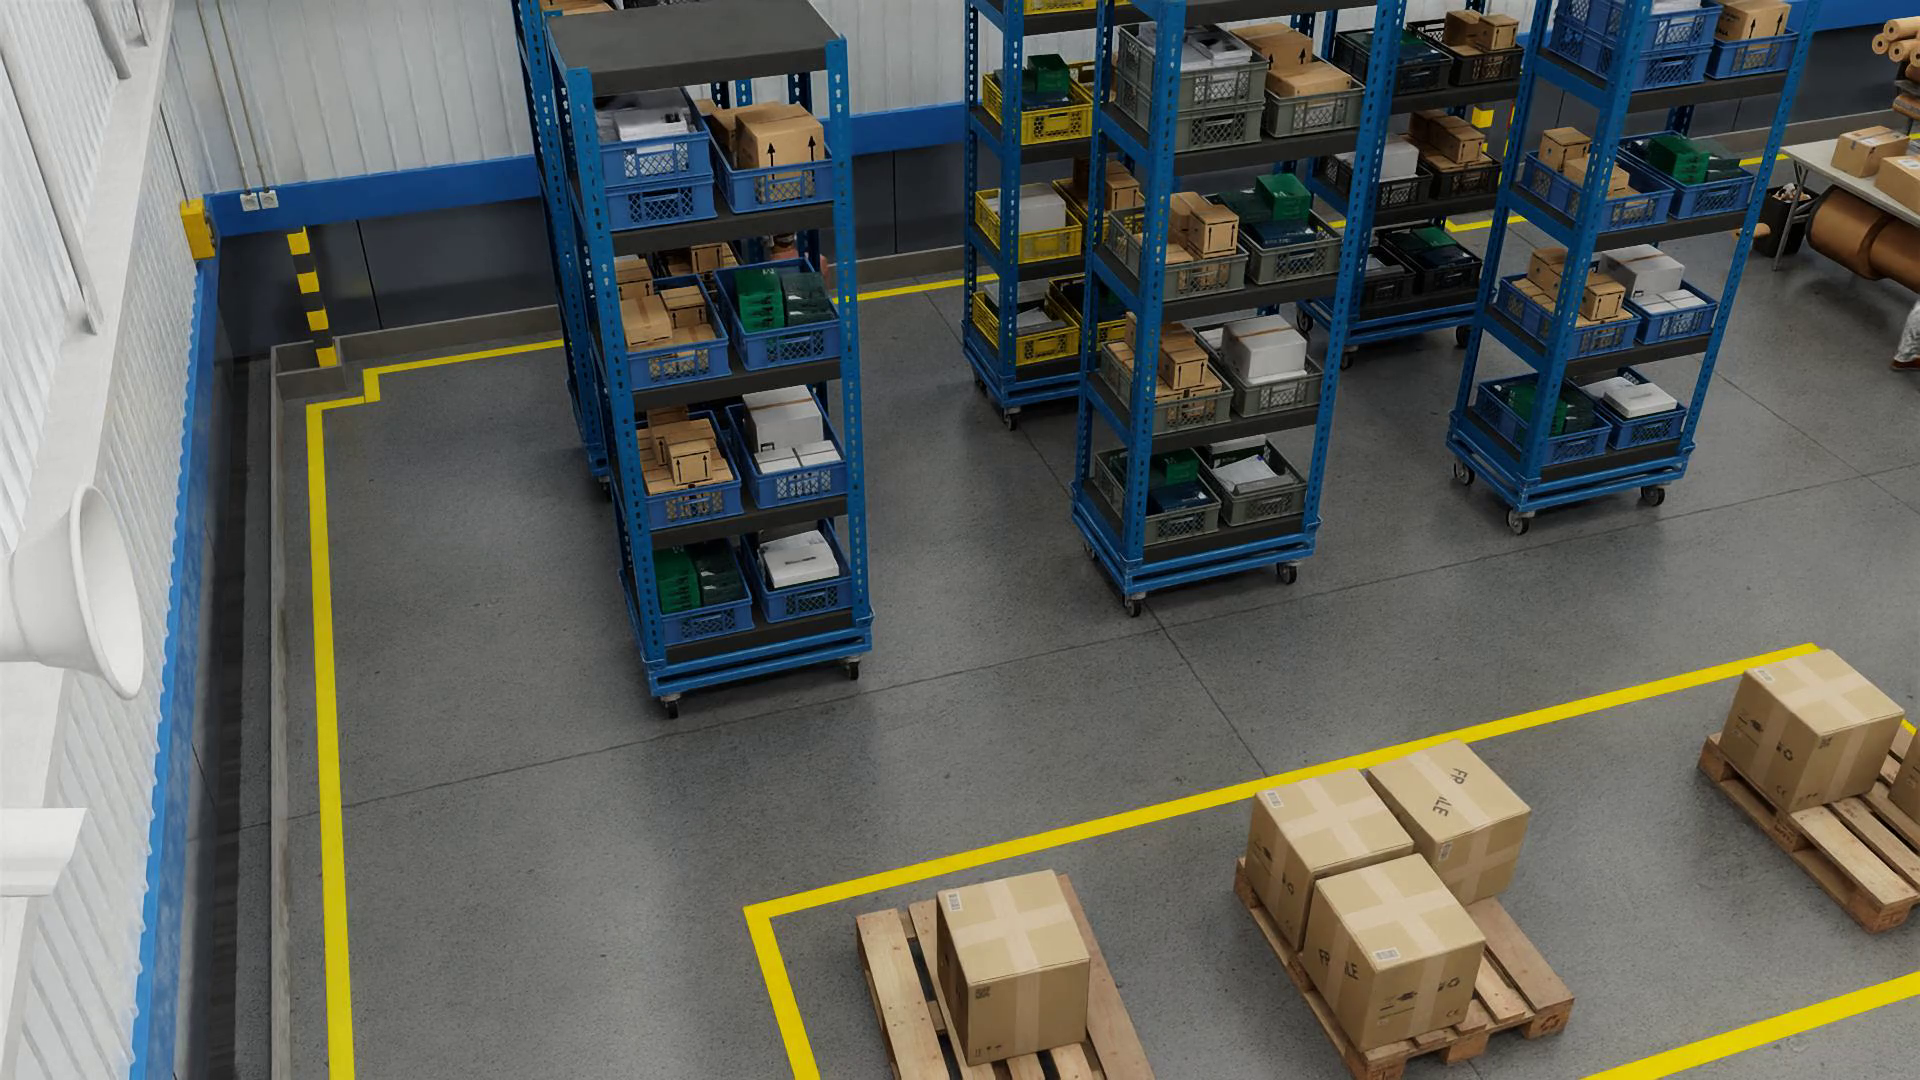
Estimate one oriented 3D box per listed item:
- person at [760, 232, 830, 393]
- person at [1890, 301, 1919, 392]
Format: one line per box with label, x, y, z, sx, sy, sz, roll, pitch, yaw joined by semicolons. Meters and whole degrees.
person;-1.051;-1.140;10.178;0.625;1.980;0.410;-29;44;-34
person;6.883;-1.941;11.359;0.368;1.928;0.635;-7;36;-9
